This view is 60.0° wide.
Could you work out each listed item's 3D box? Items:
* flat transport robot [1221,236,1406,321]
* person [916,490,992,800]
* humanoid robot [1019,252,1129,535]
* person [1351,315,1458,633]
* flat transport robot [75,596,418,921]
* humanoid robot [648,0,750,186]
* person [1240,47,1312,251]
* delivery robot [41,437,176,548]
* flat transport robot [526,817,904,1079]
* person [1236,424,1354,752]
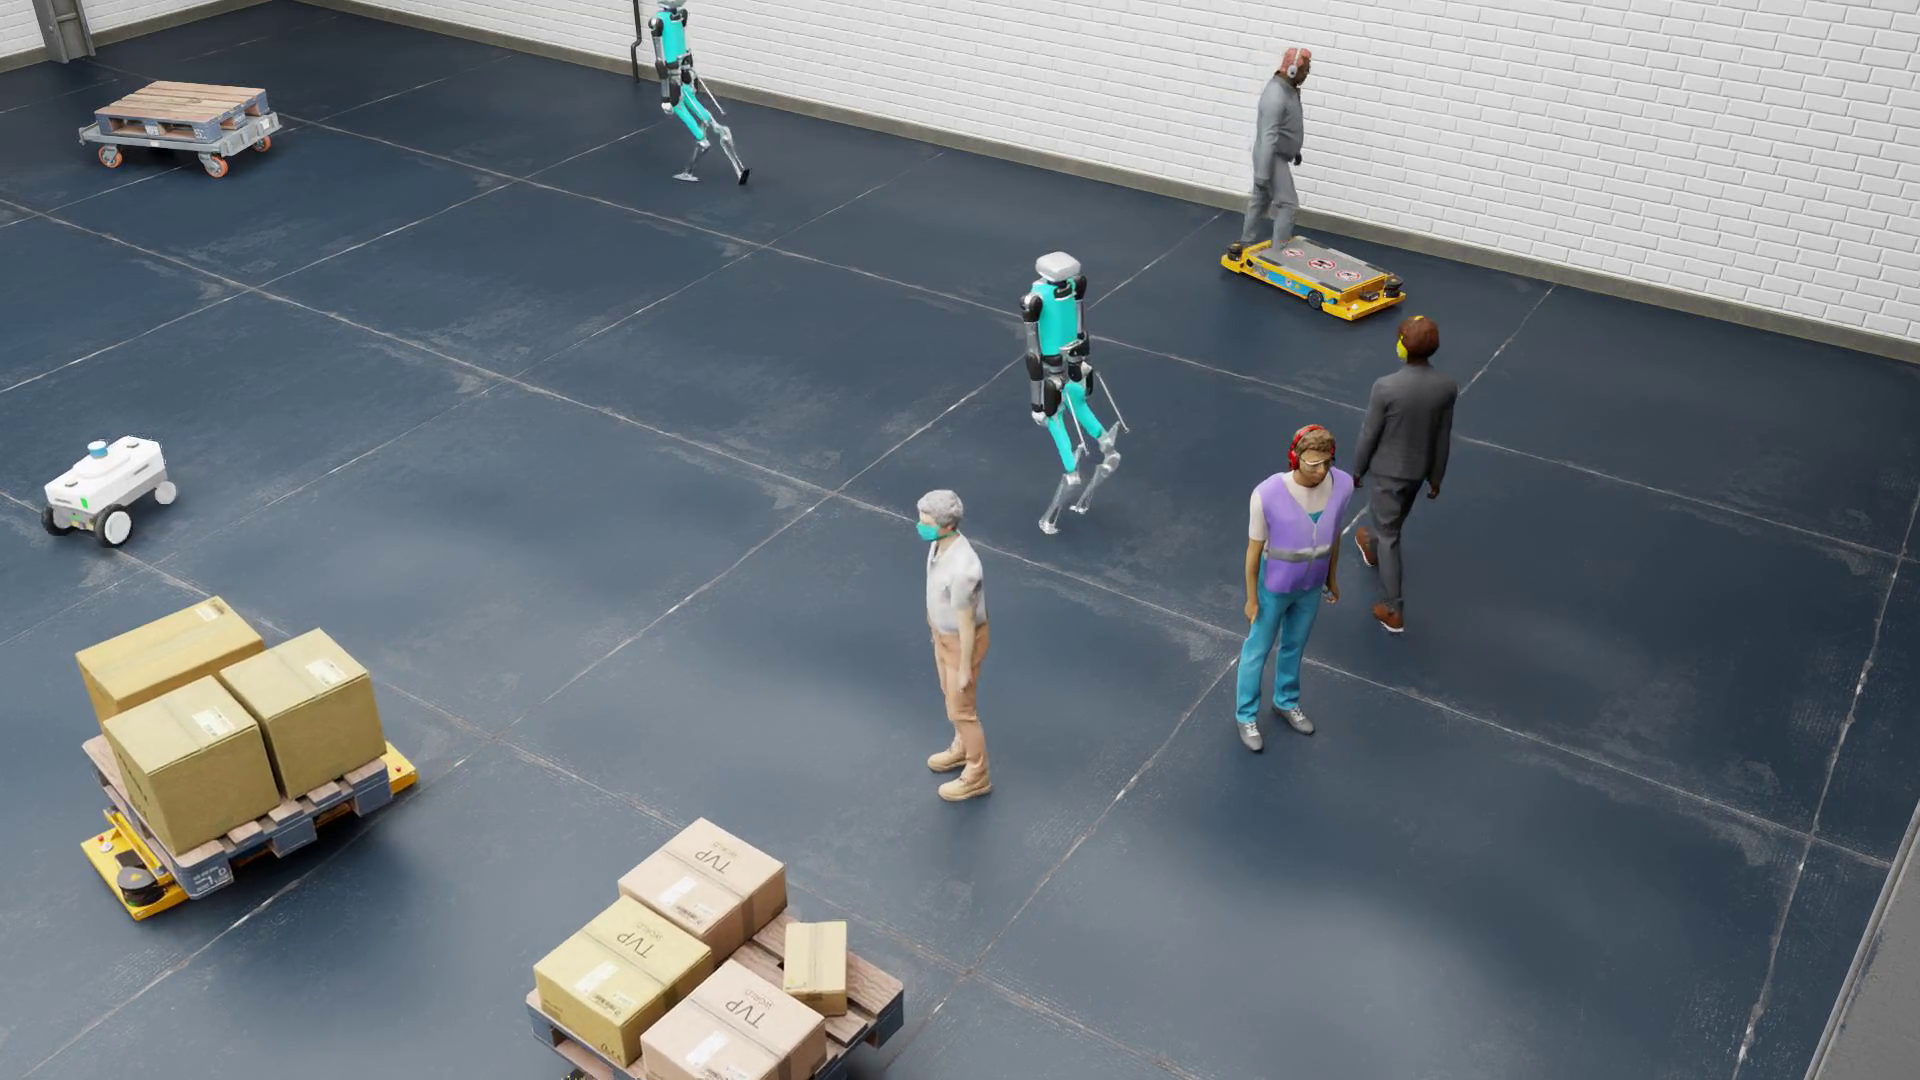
[{"bbox_3d":[2.891,-2.190,13.664,0.659,0.231,1.431,-23,39,-31],"label":"flat transport robot"},{"bbox_3d":[-0.030,0.505,8.131,0.354,1.729,0.485,-11,34,-17],"label":"person"},{"bbox_3d":[0.730,-0.866,10.255,0.702,1.779,0.534,26,41,35],"label":"humanoid robot"},{"bbox_3d":[2.497,-0.447,9.525,0.504,1.810,1.020,-5,33,-8],"label":"person"},{"bbox_3d":[-3.501,1.304,8.227,1.431,0.231,0.659,-28,42,-36],"label":"flat transport robot"},{"bbox_3d":[-2.341,-4.082,15.289,0.903,1.811,0.558,13,35,19],"label":"humanoid robot"},{"bbox_3d":[2.659,-3.085,13.564,0.688,1.880,0.696,7,33,11],"label":"person"},{"bbox_3d":[-5.391,-0.320,10.507,0.499,0.614,0.804,11,34,17],"label":"delivery robot"},{"bbox_3d":[-0.998,2.119,6.959,0.659,0.231,1.431,22,39,31],"label":"flat transport robot"},{"bbox_3d":[1.680,0.218,8.458,0.563,1.847,0.397,-13,35,-19],"label":"person"}]
